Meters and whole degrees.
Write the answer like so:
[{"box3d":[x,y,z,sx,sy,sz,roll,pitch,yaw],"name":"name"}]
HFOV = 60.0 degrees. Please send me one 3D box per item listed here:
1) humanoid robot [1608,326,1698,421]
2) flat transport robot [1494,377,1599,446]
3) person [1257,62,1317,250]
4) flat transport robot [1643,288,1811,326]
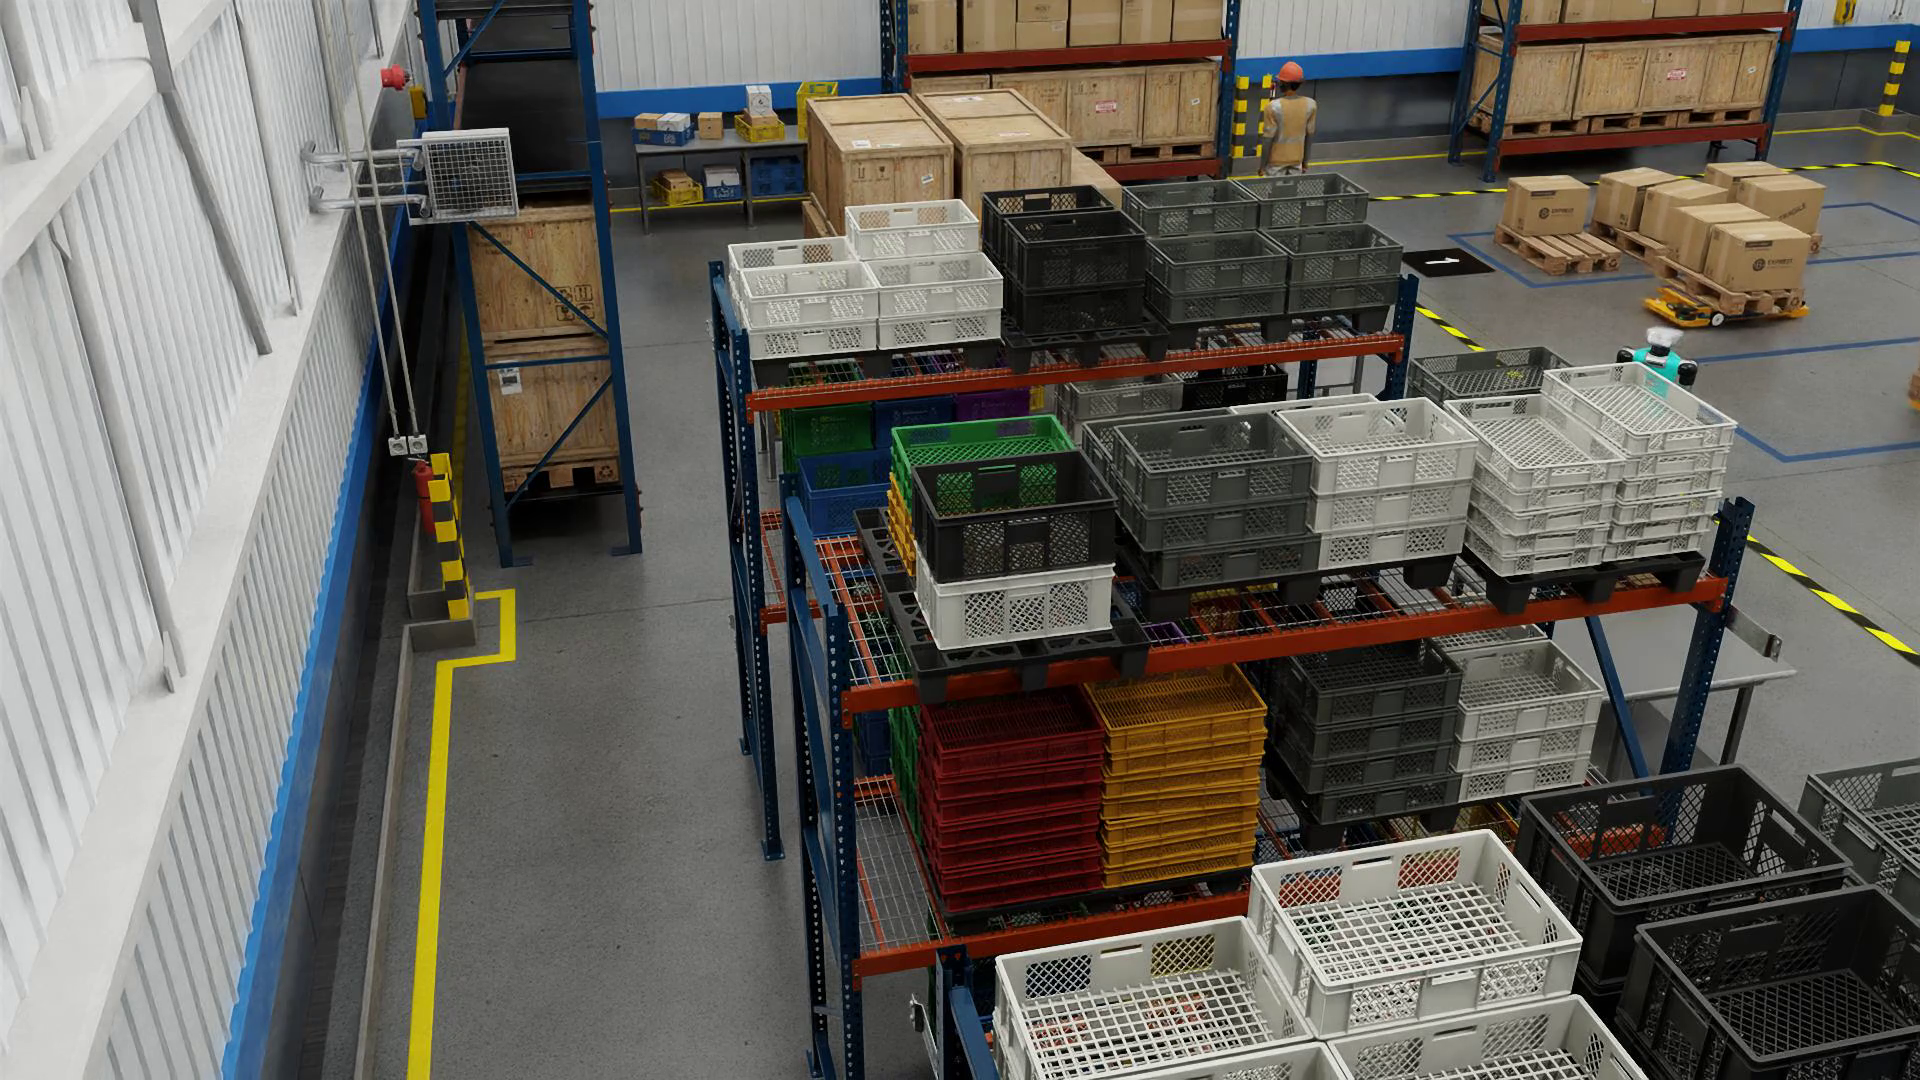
[{"box3d":[4.887,-0.787,11.820,0.533,1.677,0.735,16,32,28],"name":"humanoid robot"},{"box3d":[4.780,-1.036,14.013,0.659,0.231,1.431,-6,28,-12],"name":"flat transport robot"},{"box3d":[3.498,-4.120,17.965,0.608,2.042,0.378,-8,29,-16],"name":"person"},{"box3d":[7.617,-2.369,16.512,1.431,0.197,0.652,-6,28,-12],"name":"flat transport robot"}]
